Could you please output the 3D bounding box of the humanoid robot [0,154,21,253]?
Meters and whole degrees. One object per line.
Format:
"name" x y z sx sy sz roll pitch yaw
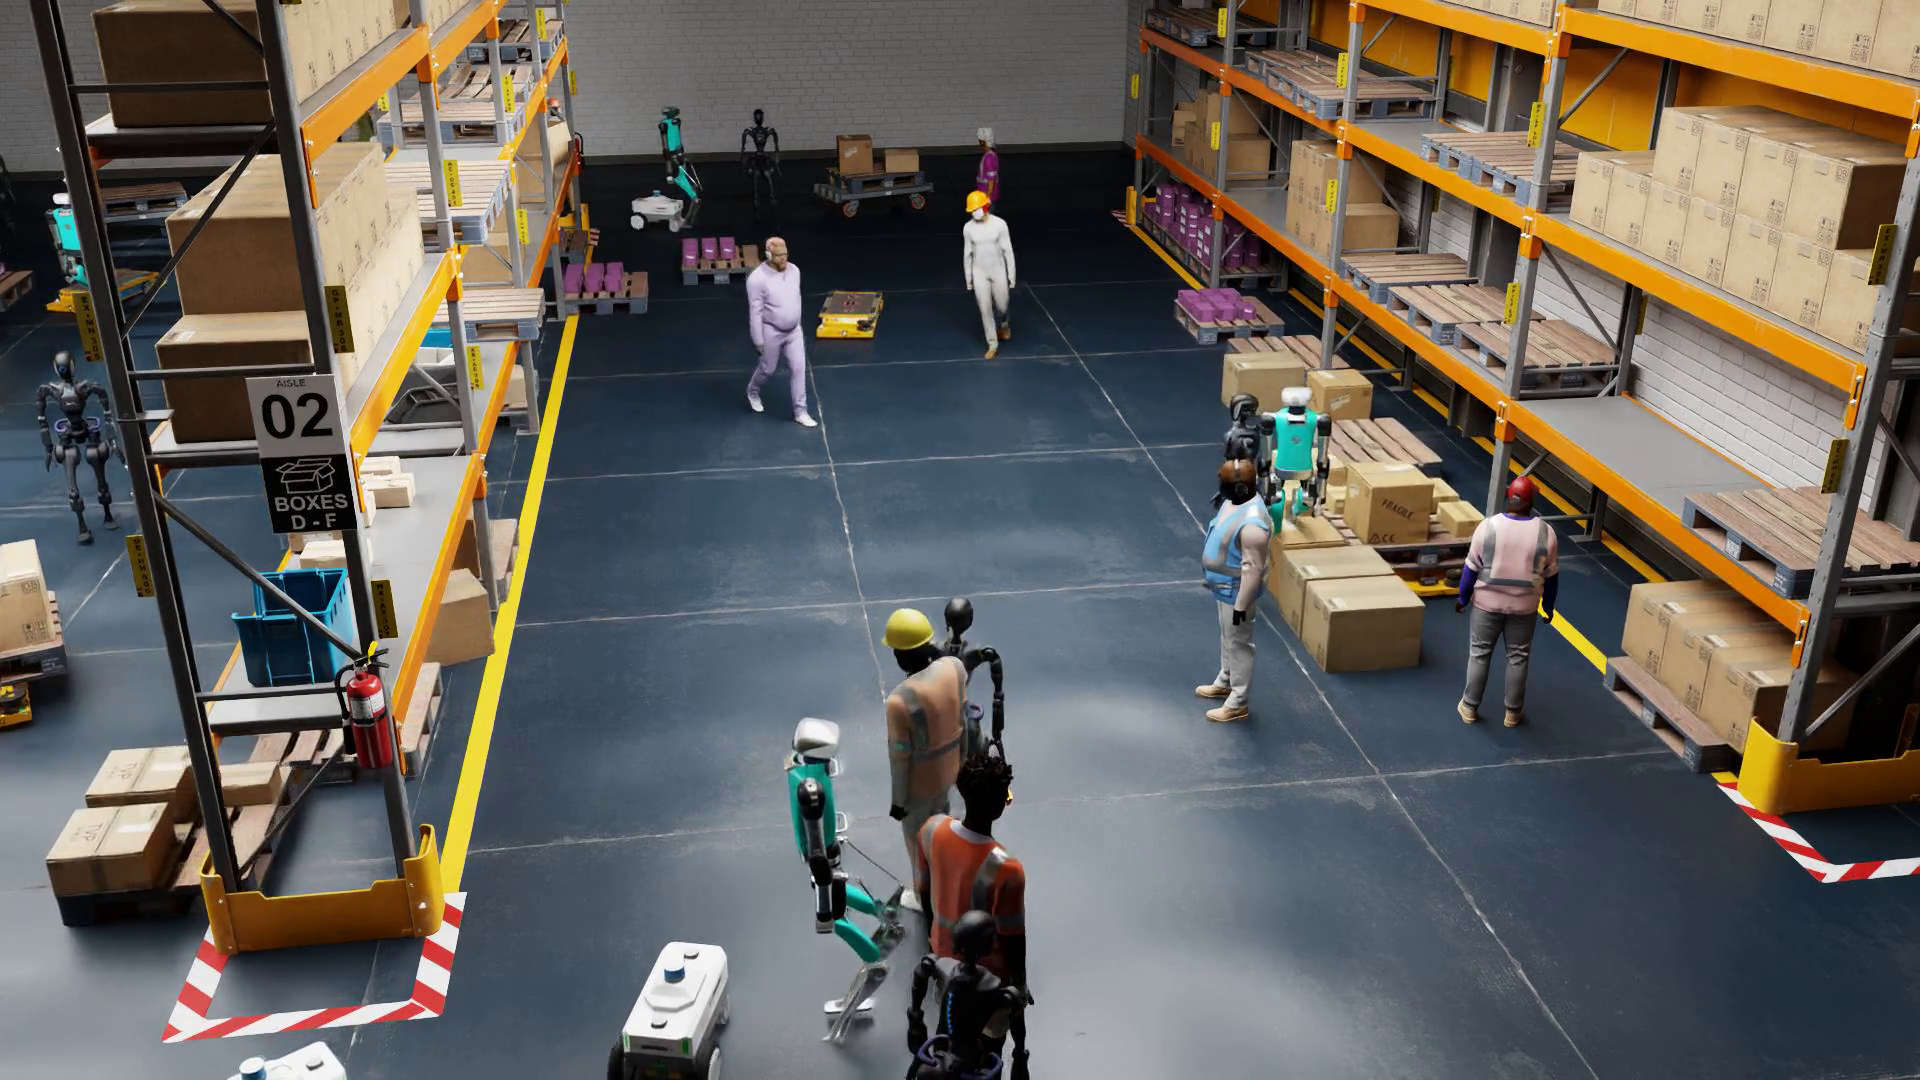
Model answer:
"humanoid robot" -13.360 -4.808 22.911 0.589 1.641 0.641 -8 25 -18

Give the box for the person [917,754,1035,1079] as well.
"person" 0.076 1.828 7.403 0.363 1.963 0.611 -21 31 -40

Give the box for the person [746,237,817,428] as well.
"person" -1.821 -2.079 16.426 0.650 1.868 0.913 -20 31 -38

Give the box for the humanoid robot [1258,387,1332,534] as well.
"humanoid robot" 2.527 -0.359 12.763 0.552 1.856 0.759 3 24 8

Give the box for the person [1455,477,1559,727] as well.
"person" 3.577 0.406 10.907 0.622 1.750 0.420 5 24 12

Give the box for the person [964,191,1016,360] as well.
"person" 0.343 -2.987 18.515 0.600 1.850 0.720 4 24 8

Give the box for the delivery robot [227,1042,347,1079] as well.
"delivery robot" -3.134 2.595 7.426 0.801 0.608 0.499 -19 30 -37

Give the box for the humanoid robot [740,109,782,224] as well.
"humanoid robot" -2.918 -5.465 24.371 0.613 1.651 0.404 -4 24 -10

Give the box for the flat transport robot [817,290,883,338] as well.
"flat transport robot" -1.300 -2.696 19.819 0.659 0.231 1.431 1 24 2

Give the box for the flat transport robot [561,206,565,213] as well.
"flat transport robot" -6.720 -4.969 24.998 1.431 0.231 0.659 -1 24 -2

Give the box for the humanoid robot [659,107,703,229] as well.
"humanoid robot" -3.936 -5.281 23.969 0.661 1.864 0.536 7 25 15

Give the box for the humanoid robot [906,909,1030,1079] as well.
"humanoid robot" 0.018 2.234 6.857 0.606 1.657 0.416 13 27 27

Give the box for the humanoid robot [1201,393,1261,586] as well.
"humanoid robot" 2.087 -0.311 12.635 0.357 1.655 0.604 -3 24 -6

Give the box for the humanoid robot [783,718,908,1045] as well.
"humanoid robot" -0.484 1.658 8.064 0.739 1.786 0.546 -3 24 -7

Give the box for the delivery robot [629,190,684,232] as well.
"delivery robot" -4.410 -4.796 24.229 0.774 0.579 0.499 4 24 10

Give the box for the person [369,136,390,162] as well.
"person" -7.710 -4.562 22.259 0.781 1.718 0.877 -4 24 -8

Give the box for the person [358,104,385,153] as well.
"person" -9.190 -6.175 26.087 0.762 1.603 0.520 -7 25 -15

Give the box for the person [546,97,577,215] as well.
"person" -6.005 -5.750 24.959 0.596 1.731 0.356 -3 24 -6

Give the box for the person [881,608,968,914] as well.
"person" -0.154 1.239 8.820 0.544 1.900 0.609 18 30 36

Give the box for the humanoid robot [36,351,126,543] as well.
"humanoid robot" -7.275 -0.795 13.767 0.598 1.628 0.577 -10 25 -21

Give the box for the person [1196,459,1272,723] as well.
"person" 1.807 0.325 10.992 0.431 1.837 0.619 0 24 -1

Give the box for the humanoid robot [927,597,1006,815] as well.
"humanoid robot" -0.038 1.094 9.513 0.613 1.626 0.795 2 24 5

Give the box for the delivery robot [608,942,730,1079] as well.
"delivery robot" -1.369 2.297 8.081 0.499 0.587 0.767 3 24 8

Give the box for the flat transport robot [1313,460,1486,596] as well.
"flat transport robot" 3.540 0.086 13.482 0.659 0.231 1.431 -3 24 -7

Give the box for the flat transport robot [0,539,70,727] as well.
"flat transport robot" -6.842 0.952 11.509 0.659 0.231 1.431 -13 27 -27

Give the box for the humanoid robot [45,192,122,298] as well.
"humanoid robot" -9.867 -3.141 18.905 0.530 1.716 0.698 1 24 2

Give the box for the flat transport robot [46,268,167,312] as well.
"flat transport robot" -10.649 -3.119 20.783 0.659 0.231 1.431 4 24 10

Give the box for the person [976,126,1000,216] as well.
"person" 0.367 -4.583 22.155 0.344 1.848 0.515 1 24 1
